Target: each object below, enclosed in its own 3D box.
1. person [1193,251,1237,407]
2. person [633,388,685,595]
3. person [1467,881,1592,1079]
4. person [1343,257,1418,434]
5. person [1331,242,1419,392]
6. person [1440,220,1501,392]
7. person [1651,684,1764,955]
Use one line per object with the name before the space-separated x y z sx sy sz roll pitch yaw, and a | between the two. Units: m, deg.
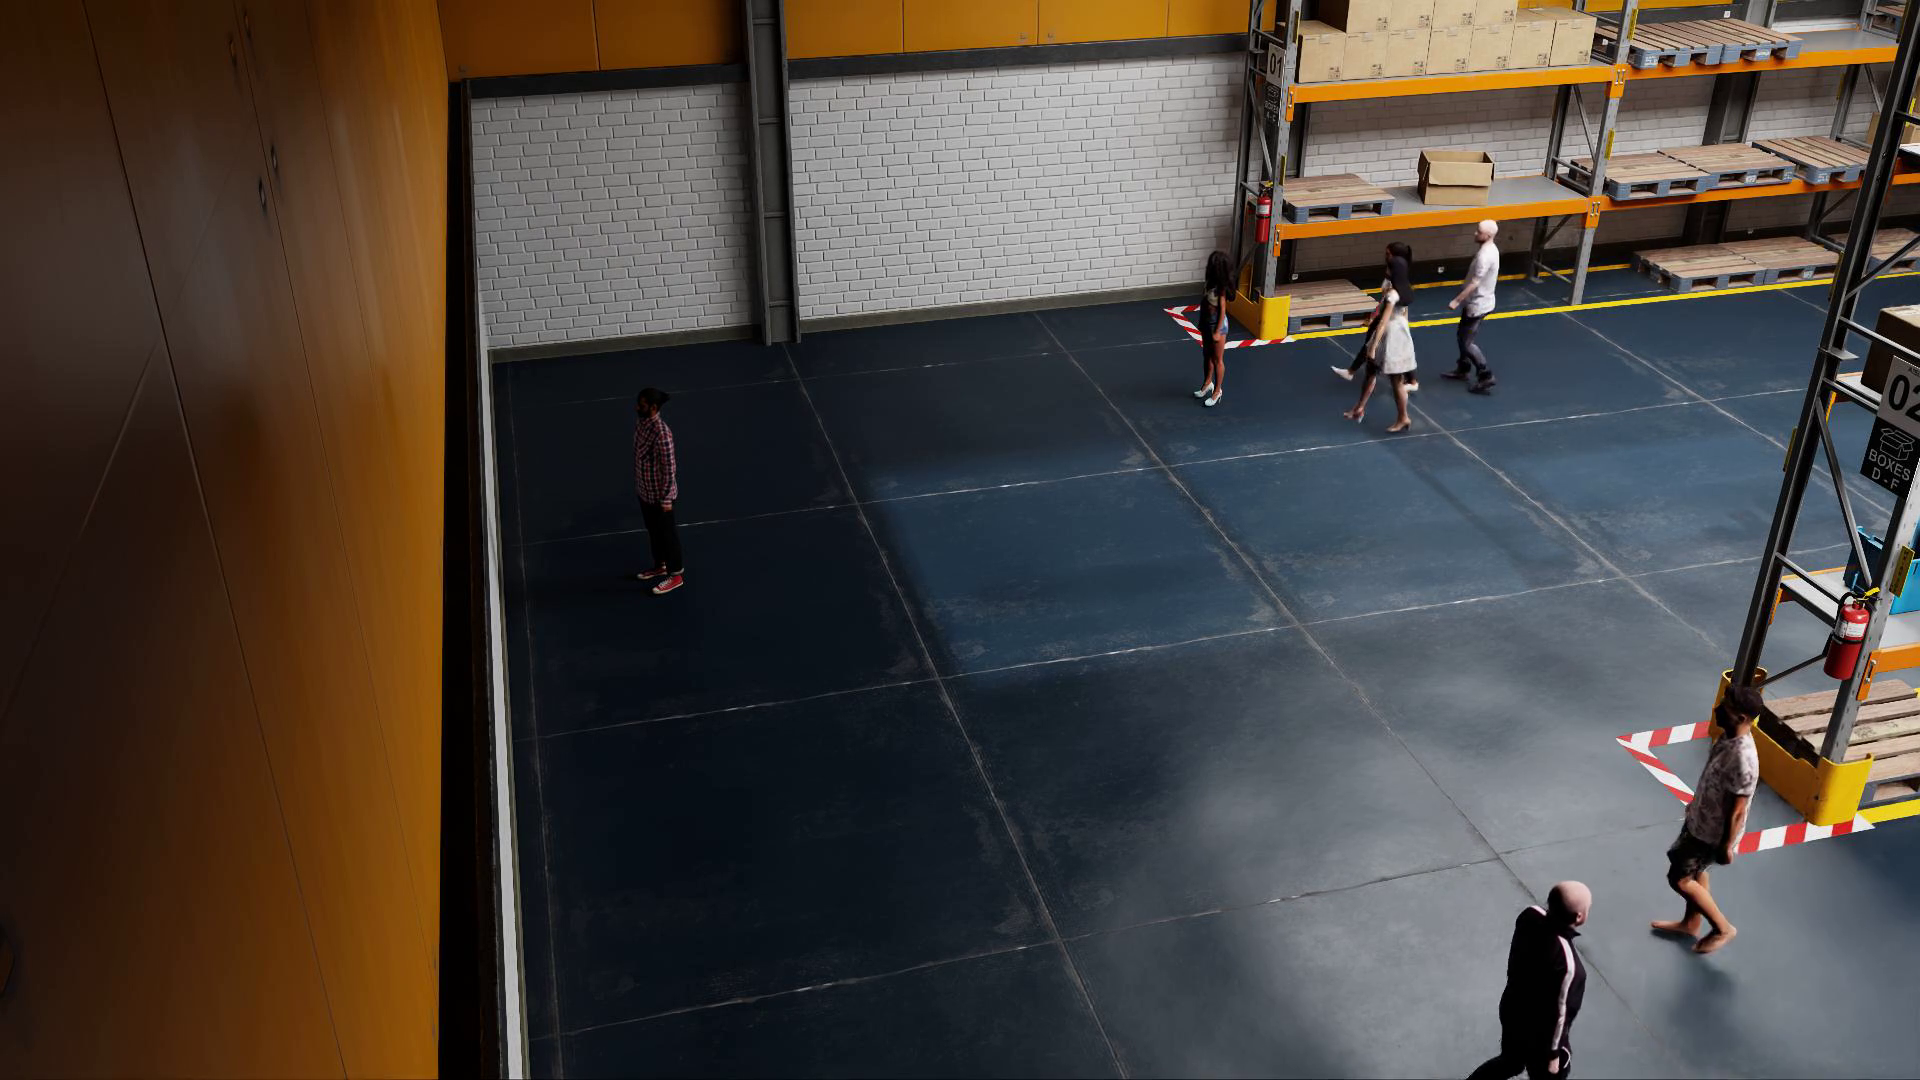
person | 2.573 -2.152 16.862 0.559 1.625 0.570 -9 30 -16
person | -2.475 -0.428 13.560 0.728 1.761 0.766 -19 34 -30
person | 2.763 2.428 8.261 1.027 1.820 0.768 -4 29 -7
person | 4.292 -1.871 16.219 1.086 1.748 1.028 14 32 24
person | 4.511 -2.226 17.041 1.189 1.583 0.870 4 29 8
person | 5.383 -2.390 17.090 0.996 1.824 0.916 13 31 23
person | 4.495 1.652 9.706 0.891 1.800 0.838 10 30 18
